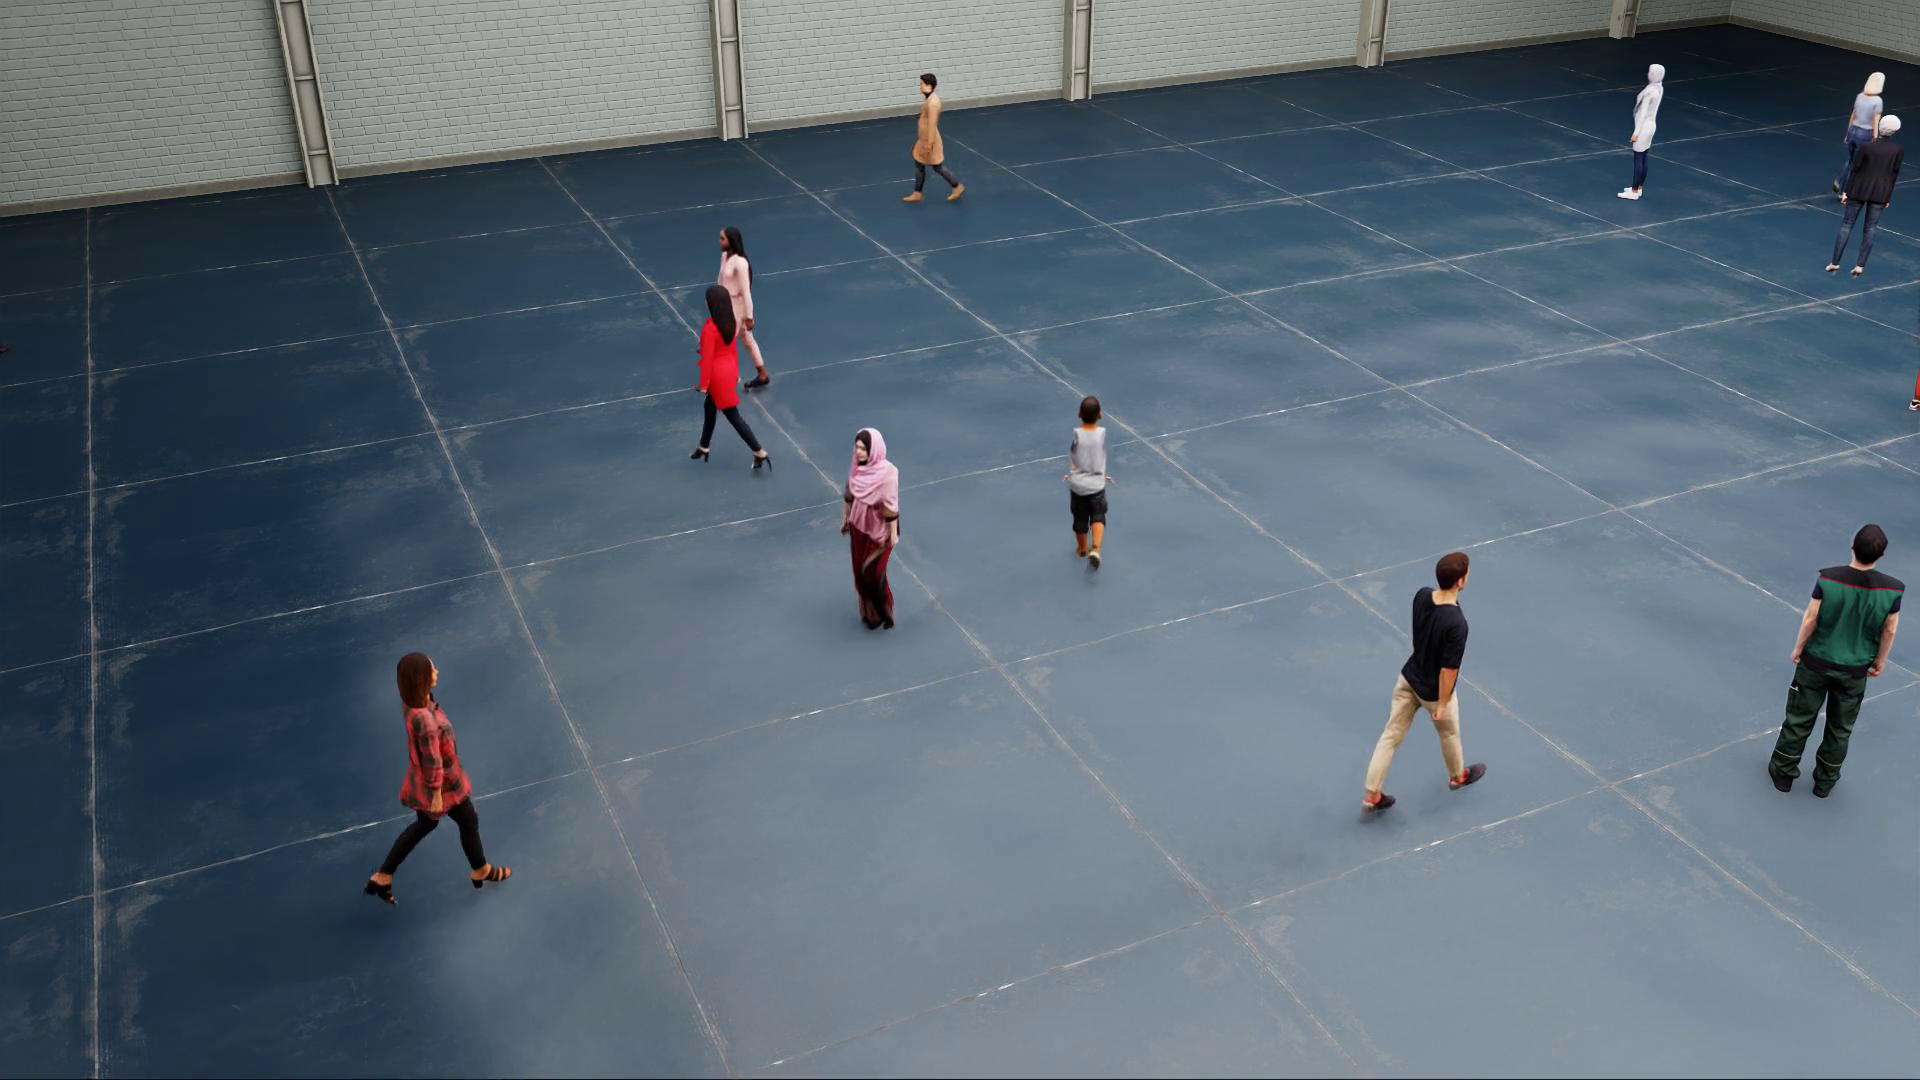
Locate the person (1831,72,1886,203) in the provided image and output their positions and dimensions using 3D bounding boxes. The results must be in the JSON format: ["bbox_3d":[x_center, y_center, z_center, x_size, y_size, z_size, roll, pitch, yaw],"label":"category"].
[{"bbox_3d":[11.901,-5.341,22.115,0.642,1.714,0.613,-7,29,-13],"label":"person"}]

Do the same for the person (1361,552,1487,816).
[{"bbox_3d":[2.803,0.932,10.242,1.178,1.801,0.685,-15,31,-25],"label":"person"}]

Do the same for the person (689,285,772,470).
[{"bbox_3d":[-2.030,-1.377,14.677,1.121,1.707,1.053,9,29,17],"label":"person"}]

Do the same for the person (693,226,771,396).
[{"bbox_3d":[-2.098,-2.246,16.333,1.051,1.685,0.649,-14,31,-24],"label":"person"}]

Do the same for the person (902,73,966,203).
[{"bbox_3d":[-0.311,-5.308,22.066,1.162,1.701,0.853,-5,28,-8],"label":"person"}]

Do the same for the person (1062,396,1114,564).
[{"bbox_3d":[1.024,-0.488,13.289,0.757,1.443,0.764,0,28,0],"label":"person"}]

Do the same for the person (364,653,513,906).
[{"bbox_3d":[-3.078,1.400,9.495,1.083,1.678,0.687,-16,32,-28],"label":"person"}]

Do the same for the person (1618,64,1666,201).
[{"bbox_3d":[9.185,-5.475,22.299,0.742,1.776,0.604,22,35,35],"label":"person"}]

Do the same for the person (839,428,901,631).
[{"bbox_3d":[-0.599,-0.118,12.401,0.751,1.624,0.728,-24,36,-37],"label":"person"}]

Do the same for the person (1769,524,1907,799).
[{"bbox_3d":[5.514,0.757,10.464,0.752,1.901,0.813,10,30,17],"label":"person"}]

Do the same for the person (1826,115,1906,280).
[{"bbox_3d":[9.685,-3.696,17.800,0.821,1.781,0.785,11,30,20],"label":"person"}]
